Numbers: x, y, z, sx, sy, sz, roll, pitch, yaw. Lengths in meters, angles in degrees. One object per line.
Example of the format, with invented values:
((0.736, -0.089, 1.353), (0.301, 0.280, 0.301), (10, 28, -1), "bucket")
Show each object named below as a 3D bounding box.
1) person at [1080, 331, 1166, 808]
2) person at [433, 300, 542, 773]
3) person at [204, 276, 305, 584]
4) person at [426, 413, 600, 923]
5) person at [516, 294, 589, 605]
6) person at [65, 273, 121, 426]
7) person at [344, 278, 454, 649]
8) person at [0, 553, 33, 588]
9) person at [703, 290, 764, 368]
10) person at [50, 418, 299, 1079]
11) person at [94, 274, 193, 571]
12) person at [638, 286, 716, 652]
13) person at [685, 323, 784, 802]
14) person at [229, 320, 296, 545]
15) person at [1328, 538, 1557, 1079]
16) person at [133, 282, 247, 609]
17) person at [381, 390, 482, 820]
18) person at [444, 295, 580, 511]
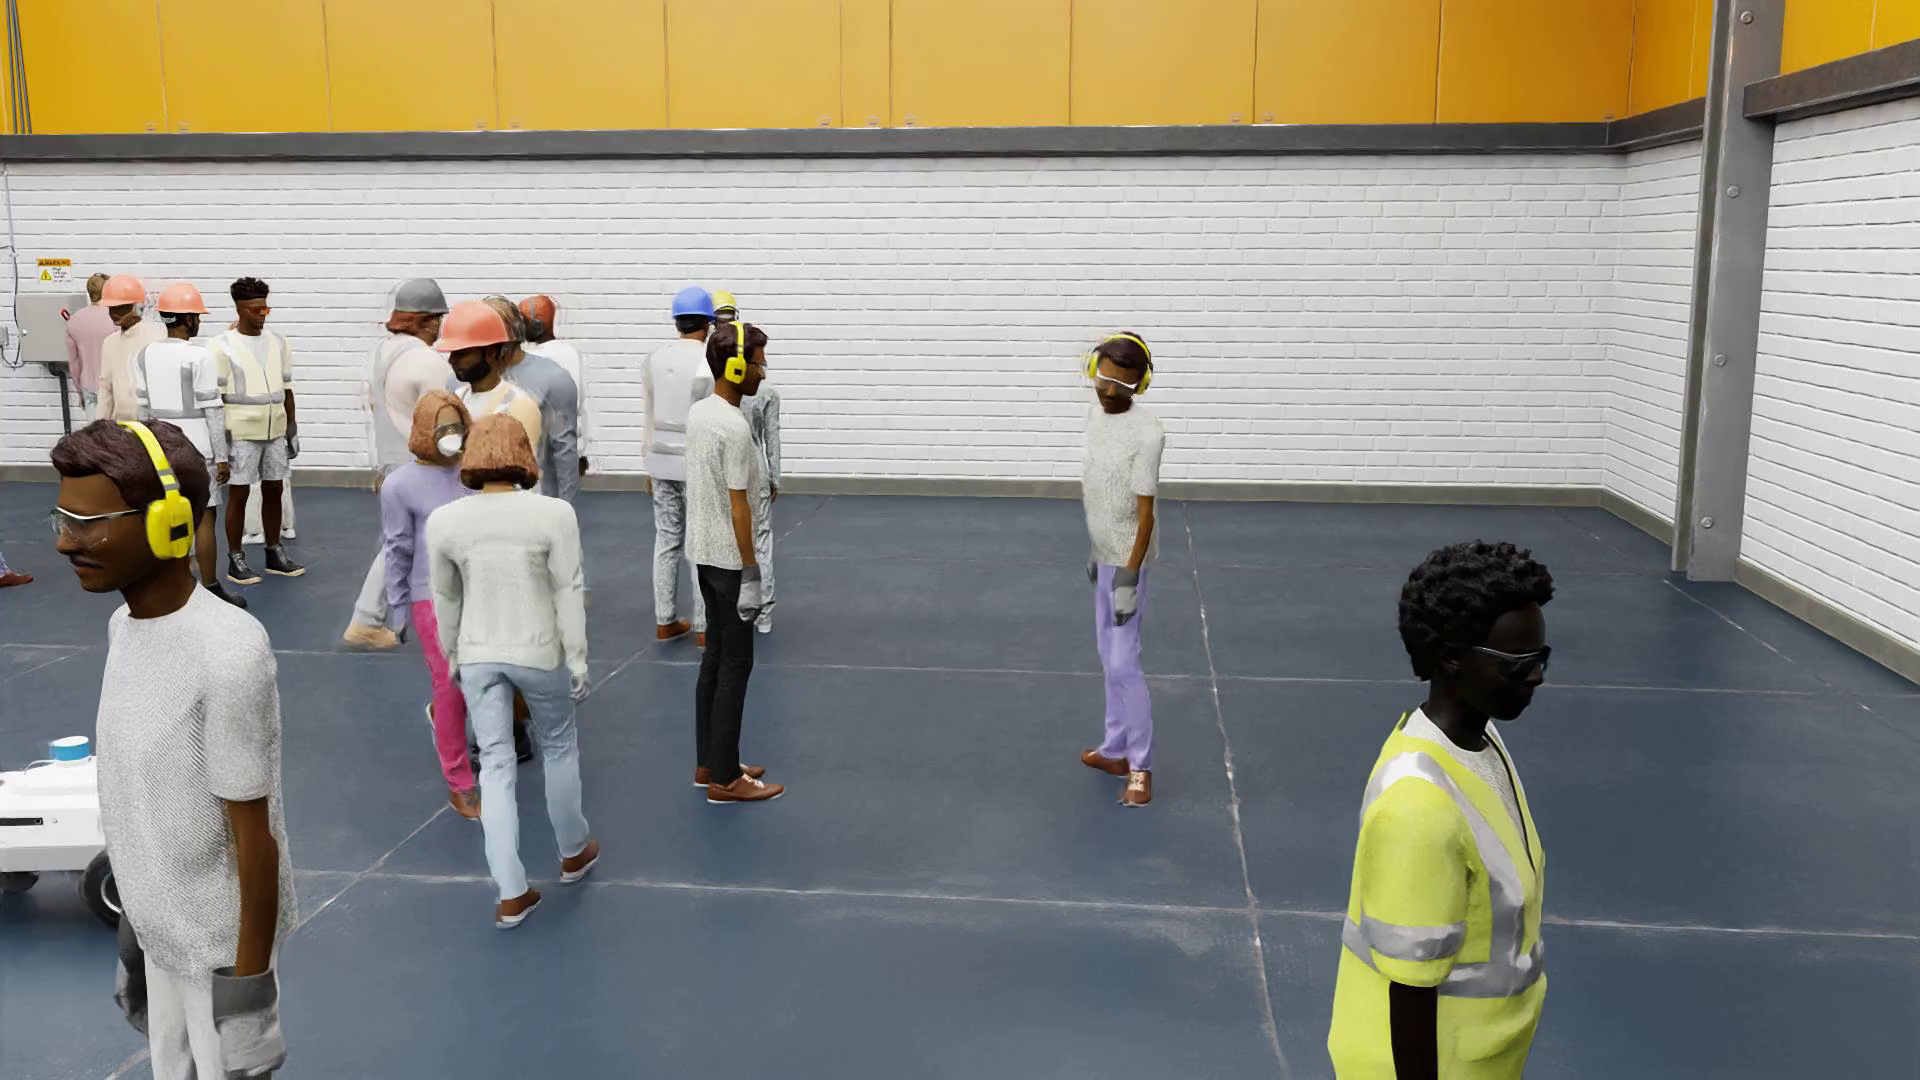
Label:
((0.580, 0.092, 6.513), (0.341, 1.832, 0.691), (-4, 11, -20), "person")
((-1.922, -0.005, 6.770), (0.561, 1.922, 0.399), (8, 13, 38), "person")
((-4.518, -0.700, 10.656), (0.369, 1.958, 0.604), (6, 12, 33), "person")
((-1.436, 0.384, 5.436), (0.518, 1.599, 0.733), (0, 10, 1), "person")
((-2.488, -0.524, 9.921), (0.576, 1.861, 0.573), (3, 10, 15), "person")
((-6.967, -1.204, 13.598), (0.628, 1.940, 0.378), (3, 10, 18), "person")
((-2.920, -0.451, 8.994), (1.028, 2.000, 0.694), (-7, 12, -37), "person")
((-6.279, -0.559, 10.129), (0.642, 1.870, 0.960), (4, 11, 22), "person")
((-1.761, -0.972, 12.588), (0.589, 1.827, 0.404), (-4, 11, -24), "person")
((-1.302, 0.717, 2.831), (0.511, 1.862, 0.324), (9, 14, 43), "person")
((-5.329, -0.697, 10.610), (0.664, 1.957, 0.876), (6, 11, 30), "person")
((-1.423, -0.373, 8.860), (0.639, 1.935, 0.434), (5, 11, 27), "person")
((-0.878, 0.095, 6.417), (0.344, 1.857, 0.525), (-5, 11, -28), "person")
((-5.111, -0.785, 12.102), (0.322, 1.626, 0.530), (6, 12, 31), "person")
((0.751, 0.831, 2.630), (0.317, 1.698, 0.540), (4, 11, 23), "person")
((-4.503, -0.527, 9.726), (0.552, 1.935, 0.365), (3, 10, 16), "person")
((-1.964, 0.220, 6.377), (0.516, 1.613, 0.606), (-9, 13, -40), "person")
((-2.030, -0.141, 7.554), (0.635, 1.929, 0.381), (1, 10, 8), "person")
